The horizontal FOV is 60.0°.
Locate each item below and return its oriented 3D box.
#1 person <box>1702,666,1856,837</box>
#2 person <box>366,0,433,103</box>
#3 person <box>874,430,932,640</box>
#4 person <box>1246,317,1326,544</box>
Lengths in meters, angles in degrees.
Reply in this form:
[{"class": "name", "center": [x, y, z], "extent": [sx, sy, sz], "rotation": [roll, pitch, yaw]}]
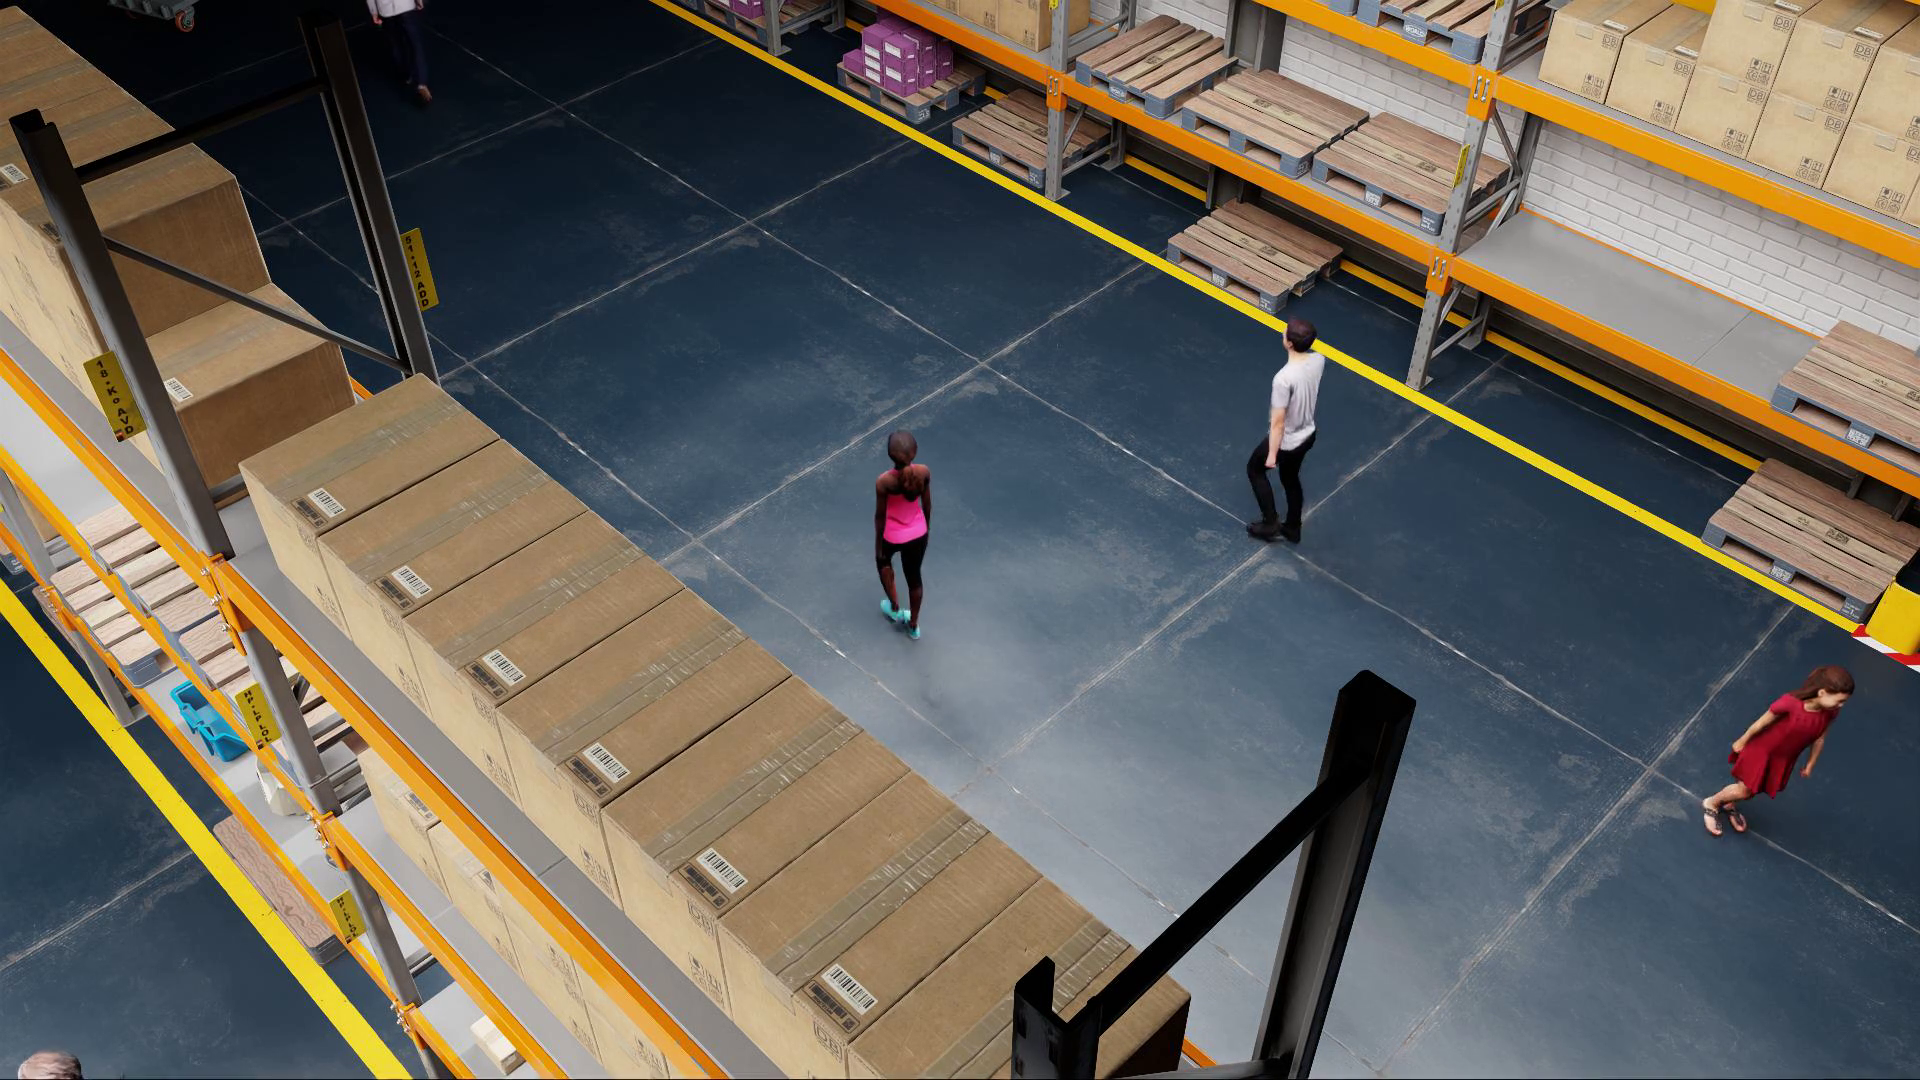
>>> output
[{"class": "person", "center": [4.787, 1.201, 9.844], "extent": [0.715, 1.516, 0.774], "rotation": [6, 44, 6]}, {"class": "person", "center": [-5.536, -5.213, 16.353], "extent": [1.038, 1.825, 1.242], "rotation": [-11, 45, -12]}, {"class": "person", "center": [-0.345, 0.028, 10.934], "extent": [0.687, 1.710, 0.731], "rotation": [-15, 46, -15]}, {"class": "person", "center": [2.354, -0.669, 11.569], "extent": [0.739, 1.844, 0.650], "rotation": [-31, 52, -29]}]
